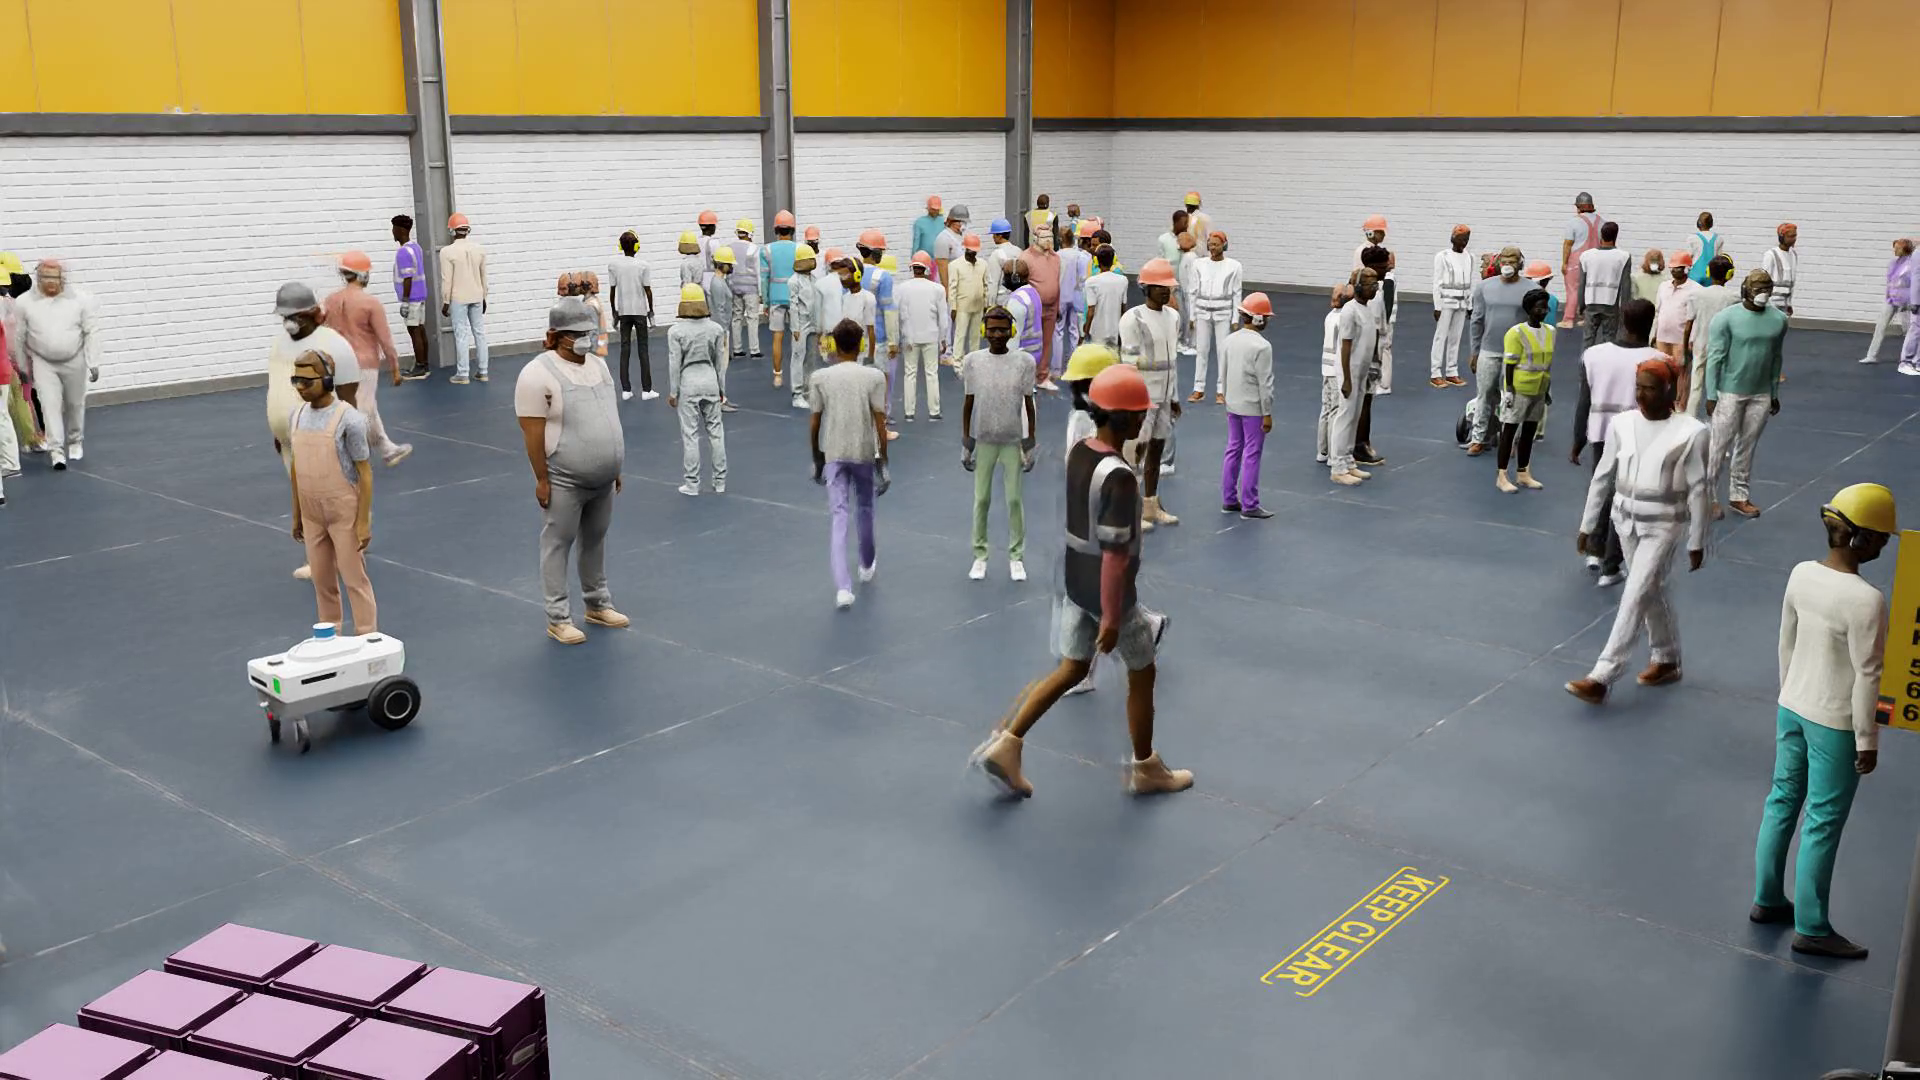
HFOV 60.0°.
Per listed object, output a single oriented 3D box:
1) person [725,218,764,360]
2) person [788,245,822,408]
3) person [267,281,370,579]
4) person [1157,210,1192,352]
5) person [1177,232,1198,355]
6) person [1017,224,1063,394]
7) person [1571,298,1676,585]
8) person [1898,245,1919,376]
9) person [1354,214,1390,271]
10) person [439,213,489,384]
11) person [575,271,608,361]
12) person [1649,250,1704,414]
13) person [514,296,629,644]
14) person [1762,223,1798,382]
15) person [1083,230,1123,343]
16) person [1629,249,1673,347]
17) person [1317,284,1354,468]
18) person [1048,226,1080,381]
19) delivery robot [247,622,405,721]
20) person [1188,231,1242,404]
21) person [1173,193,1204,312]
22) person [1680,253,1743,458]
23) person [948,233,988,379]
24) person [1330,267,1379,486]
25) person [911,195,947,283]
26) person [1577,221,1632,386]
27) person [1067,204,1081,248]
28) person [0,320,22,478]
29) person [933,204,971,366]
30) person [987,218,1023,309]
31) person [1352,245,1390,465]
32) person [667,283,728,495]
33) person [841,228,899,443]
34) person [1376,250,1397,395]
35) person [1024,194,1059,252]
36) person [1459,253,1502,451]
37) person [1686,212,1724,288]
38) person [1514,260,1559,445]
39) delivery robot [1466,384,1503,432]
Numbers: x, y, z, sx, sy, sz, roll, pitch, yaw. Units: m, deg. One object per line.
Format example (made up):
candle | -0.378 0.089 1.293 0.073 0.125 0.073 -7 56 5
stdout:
person | -2.780 -3.255 21.625 0.593 1.824 0.403 7 16 27
person | -1.659 -2.314 18.020 0.289 1.746 0.487 8 16 29
person | -4.382 -0.807 11.397 0.692 2.000 0.791 6 15 24
person | 2.848 -3.453 22.269 0.600 1.903 0.400 -9 16 -31
person | 3.028 -3.274 22.128 0.342 1.622 0.521 -1 14 -3
person | 0.928 -2.638 18.985 0.642 1.909 0.399 -11 18 -38
person | 4.413 -0.648 11.043 0.632 1.898 0.500 12 18 39
person | 11.833 -2.949 20.268 0.645 1.895 0.401 -8 16 -28
person | 4.750 -2.770 19.335 0.385 1.996 0.611 10 17 34
person | -5.851 -2.847 19.643 0.382 1.995 0.612 11 18 38
person | -3.564 -1.788 16.133 0.310 1.638 0.523 -3 14 -11
person | 7.378 -2.112 17.194 0.329 1.751 0.569 -9 17 -31
person | -2.238 -0.424 9.869 0.536 2.000 0.676 9 16 31
person | 9.662 -2.798 19.678 0.574 1.881 0.357 -9 17 -32
person | 1.526 -2.359 17.853 0.382 1.916 0.596 -8 16 -29
person | 7.955 -2.562 19.265 0.508 1.618 0.549 4 14 14
person | 3.381 -1.465 14.845 0.307 1.636 0.525 -2 14 -8
person | 1.260 -2.824 19.885 0.515 1.835 0.359 -8 16 -28
delivery robot | -3.181 0.658 8.367 0.477 0.478 0.707 13 19 43
person | 2.783 -2.434 18.222 0.572 1.883 0.355 6 15 24
person | 3.676 -4.586 26.730 0.386 1.928 0.589 -13 19 -41
person | 6.857 -1.669 15.187 0.520 1.874 0.332 12 18 39
person | 0.124 -2.813 20.014 0.573 1.741 0.338 -9 17 -33
person | 3.366 -1.397 14.152 0.347 1.846 0.505 9 16 31
person | -0.503 -4.469 26.255 0.640 1.944 0.963 -5 15 -18
person | 7.453 -2.721 19.295 0.591 1.919 0.392 9 17 33
person | 2.035 -5.126 29.493 0.312 1.634 0.514 3 14 13
person | -8.430 -1.406 14.404 0.348 1.740 0.574 -13 19 -41
person | -0.020 -3.253 21.174 0.537 2.000 0.674 7 16 27
person | 0.519 -2.823 19.667 0.416 1.939 0.605 11 18 36
person | 3.649 -1.667 14.986 0.369 1.965 0.609 -1 14 -5
person | -2.177 -1.244 13.751 0.492 1.740 0.324 -8 16 -29
person | -0.850 -1.966 16.026 0.614 2.041 0.393 10 17 36
person | 4.783 -2.463 18.829 0.308 1.639 0.524 1 14 5
person | 1.414 -4.995 28.539 0.634 1.841 0.429 5 15 18
person | 4.967 -1.755 15.582 0.389 1.846 0.566 9 16 31
person | 10.265 -3.615 23.045 0.502 1.837 0.349 0 14 0
person | 5.468 -1.784 15.880 0.327 1.753 0.562 11 18 38
delivery robot | 5.157 -1.278 16.103 0.477 0.478 0.707 9 16 31
